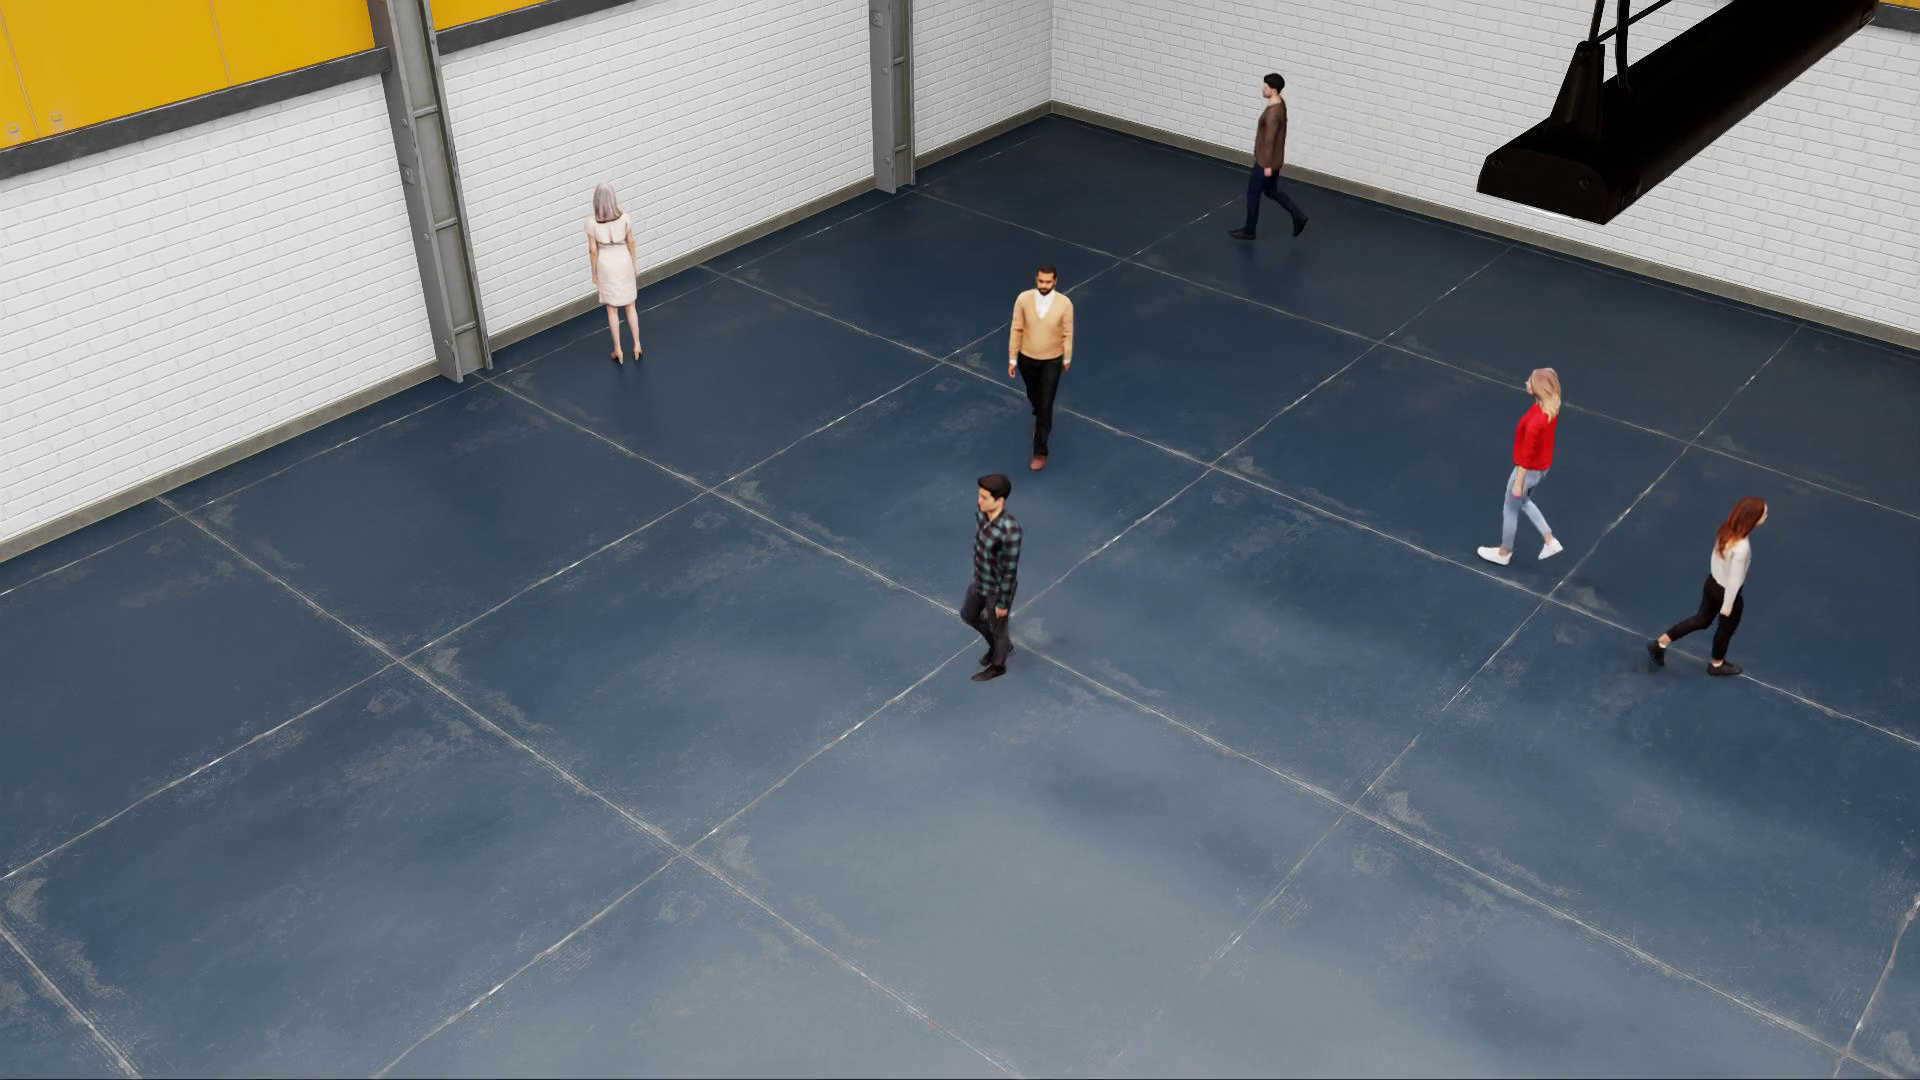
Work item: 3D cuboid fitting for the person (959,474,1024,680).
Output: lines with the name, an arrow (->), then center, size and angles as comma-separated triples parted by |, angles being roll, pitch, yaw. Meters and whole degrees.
person -> 0.279, 0.242, 11.352 | 0.744, 1.709, 0.786 | -17, 37, -23

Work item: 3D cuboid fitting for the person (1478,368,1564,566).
person -> 4.301, -0.490, 12.359 | 0.702, 1.698, 0.771 | 23, 40, 30

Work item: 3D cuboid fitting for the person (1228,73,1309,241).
person -> 3.323, -3.988, 17.477 | 0.962, 1.858, 1.093 | 12, 35, 17

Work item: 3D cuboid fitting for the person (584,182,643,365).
person -> -3.160, -2.448, 15.271 | 0.645, 1.736, 0.748 | -12, 35, -17

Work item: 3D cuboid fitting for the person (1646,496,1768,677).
person -> 5.133, 0.328, 11.337 | 0.946, 1.466, 0.934 | 2, 34, 2

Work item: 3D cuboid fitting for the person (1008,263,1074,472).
person -> 0.683, -1.540, 13.924 | 0.950, 1.715, 1.245 | 10, 35, 14
